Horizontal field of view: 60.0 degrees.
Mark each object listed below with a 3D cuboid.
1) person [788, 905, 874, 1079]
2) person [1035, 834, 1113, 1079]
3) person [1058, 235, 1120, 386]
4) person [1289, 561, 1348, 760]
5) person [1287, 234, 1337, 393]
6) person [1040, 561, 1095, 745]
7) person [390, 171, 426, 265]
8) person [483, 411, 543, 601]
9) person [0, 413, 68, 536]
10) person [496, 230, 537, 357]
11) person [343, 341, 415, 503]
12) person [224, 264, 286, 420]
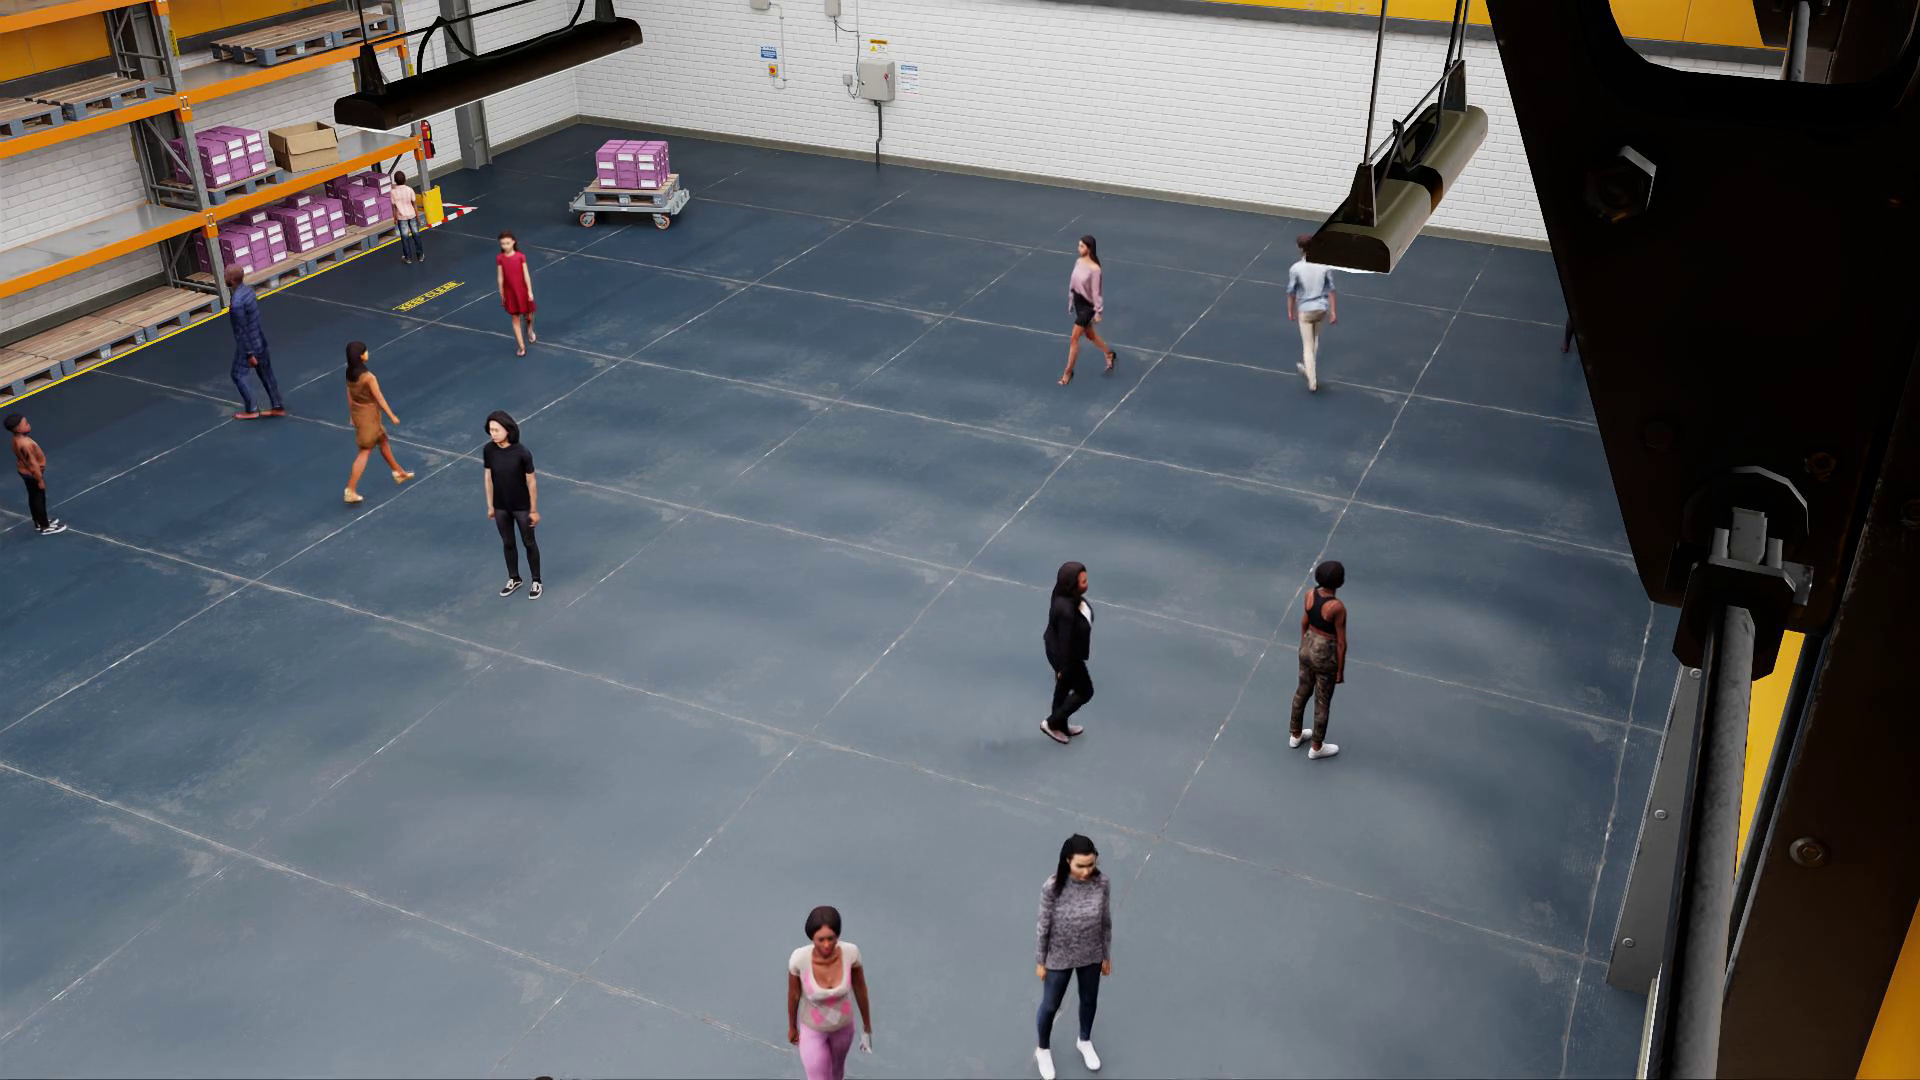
[{"bbox_3d":[-0.771,2.737,9.520,0.977,1.715,1.069,-8,30,-14],"label":"person"},{"bbox_3d":[0.685,2.464,10.002,0.704,1.731,0.737,-6,29,-11],"label":"person"},{"bbox_3d":[1.542,-2.681,19.390,1.192,1.774,1.045,-15,32,-25],"label":"person"},{"bbox_3d":[2.786,0.907,12.891,0.666,1.699,0.657,-19,34,-31],"label":"person"},{"bbox_3d":[4.092,-2.599,19.210,0.993,1.802,1.103,2,29,3],"label":"person"},{"bbox_3d":[0.758,0.891,13.019,0.824,1.604,0.741,-2,29,-3],"label":"person"},{"bbox_3d":[-7.747,-4.528,23.264,0.577,1.306,0.650,-14,32,-24],"label":"person"},{"bbox_3d":[-4.036,-0.340,15.036,0.684,1.835,0.598,6,29,11],"label":"person"},{"bbox_3d":[-9.063,-0.657,16.222,0.568,1.254,0.579,-25,37,-38],"label":"person"},{"bbox_3d":[-5.416,-3.056,20.319,0.798,1.543,0.886,-6,29,-10],"label":"person"},{"bbox_3d":[-6.020,-1.147,16.707,0.790,1.650,1.126,23,36,36],"label":"person"},{"bbox_3d":[-7.783,-2.185,18.455,0.917,1.798,0.884,-1,29,-1],"label":"person"}]
